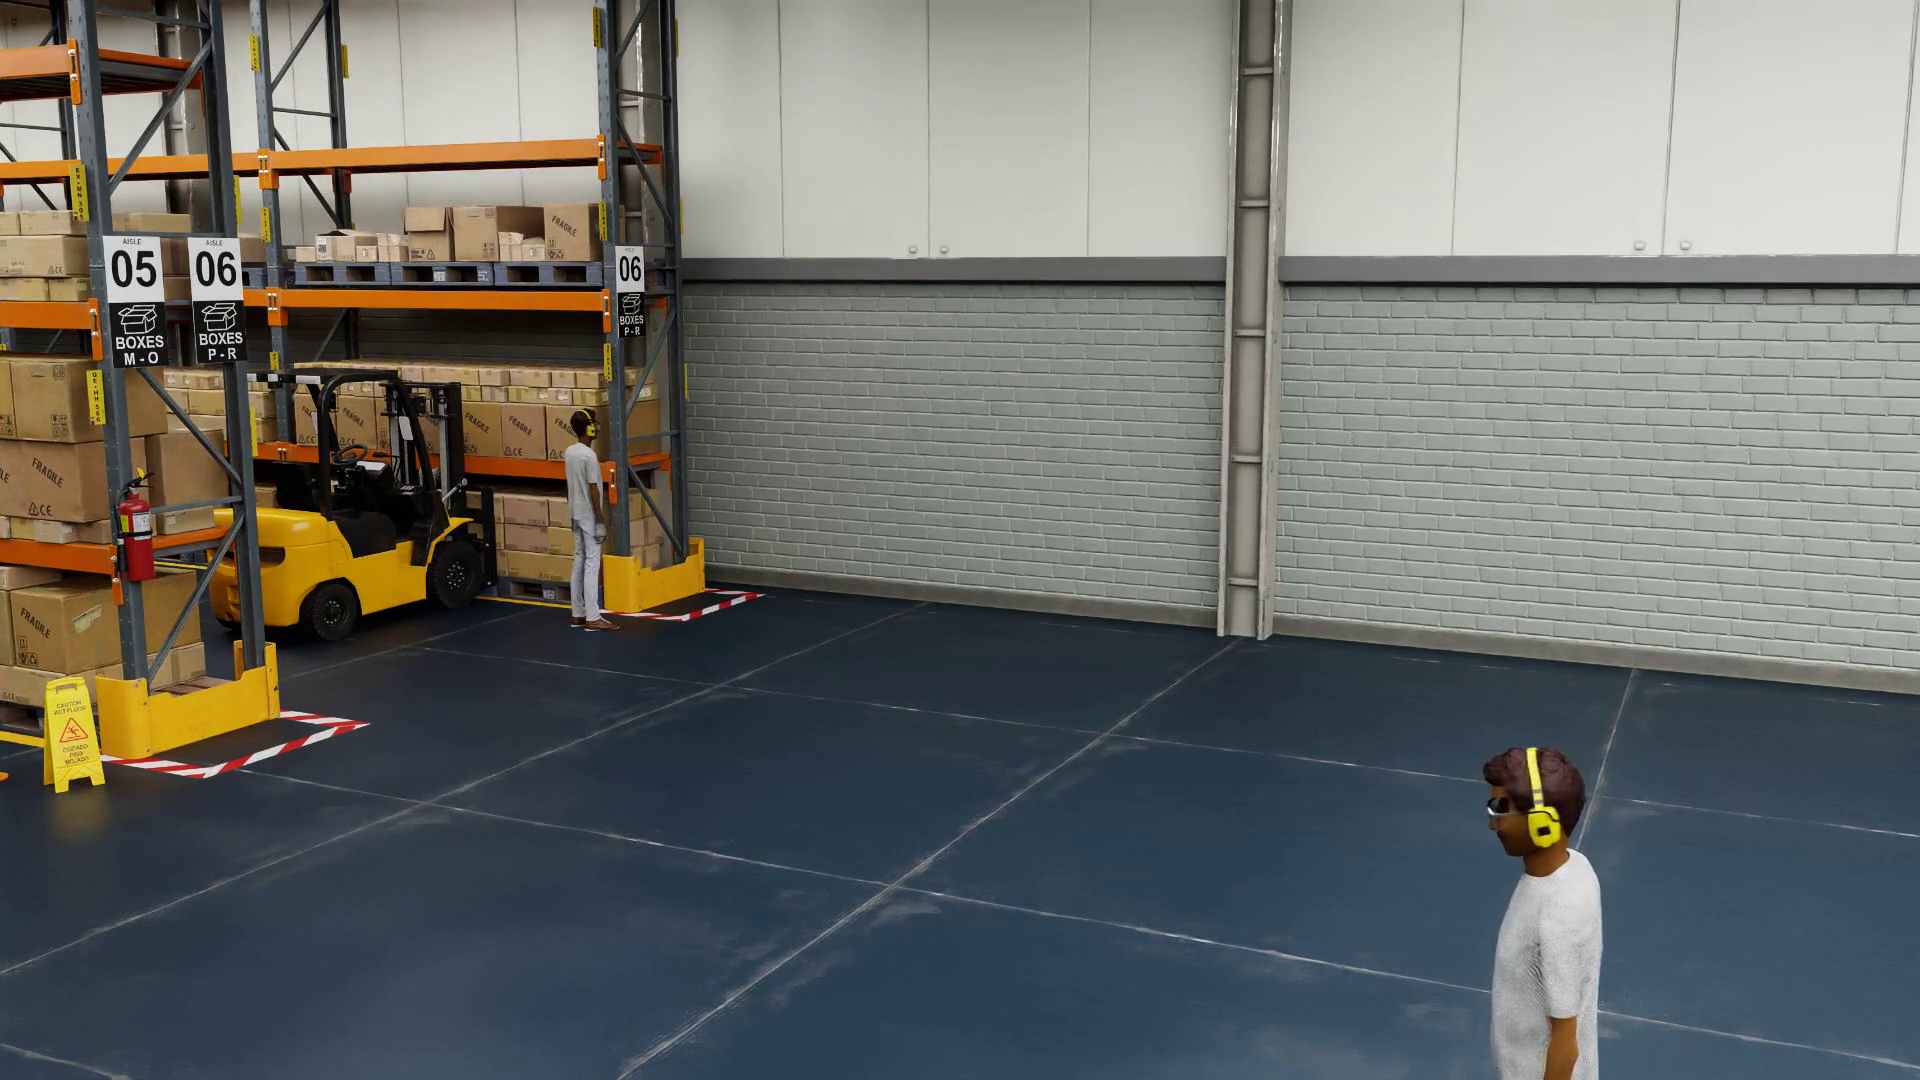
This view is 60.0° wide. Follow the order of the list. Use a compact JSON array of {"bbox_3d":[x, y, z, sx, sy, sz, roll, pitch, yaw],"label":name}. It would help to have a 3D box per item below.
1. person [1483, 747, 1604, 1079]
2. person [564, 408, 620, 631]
[{"bbox_3d":[1.447,1.425,4.229,0.327,1.865,0.519,3,10,19],"label":"person"},{"bbox_3d":[-3.122,-0.173,13.991,0.323,1.876,0.530,-8,12,-40],"label":"person"}]
